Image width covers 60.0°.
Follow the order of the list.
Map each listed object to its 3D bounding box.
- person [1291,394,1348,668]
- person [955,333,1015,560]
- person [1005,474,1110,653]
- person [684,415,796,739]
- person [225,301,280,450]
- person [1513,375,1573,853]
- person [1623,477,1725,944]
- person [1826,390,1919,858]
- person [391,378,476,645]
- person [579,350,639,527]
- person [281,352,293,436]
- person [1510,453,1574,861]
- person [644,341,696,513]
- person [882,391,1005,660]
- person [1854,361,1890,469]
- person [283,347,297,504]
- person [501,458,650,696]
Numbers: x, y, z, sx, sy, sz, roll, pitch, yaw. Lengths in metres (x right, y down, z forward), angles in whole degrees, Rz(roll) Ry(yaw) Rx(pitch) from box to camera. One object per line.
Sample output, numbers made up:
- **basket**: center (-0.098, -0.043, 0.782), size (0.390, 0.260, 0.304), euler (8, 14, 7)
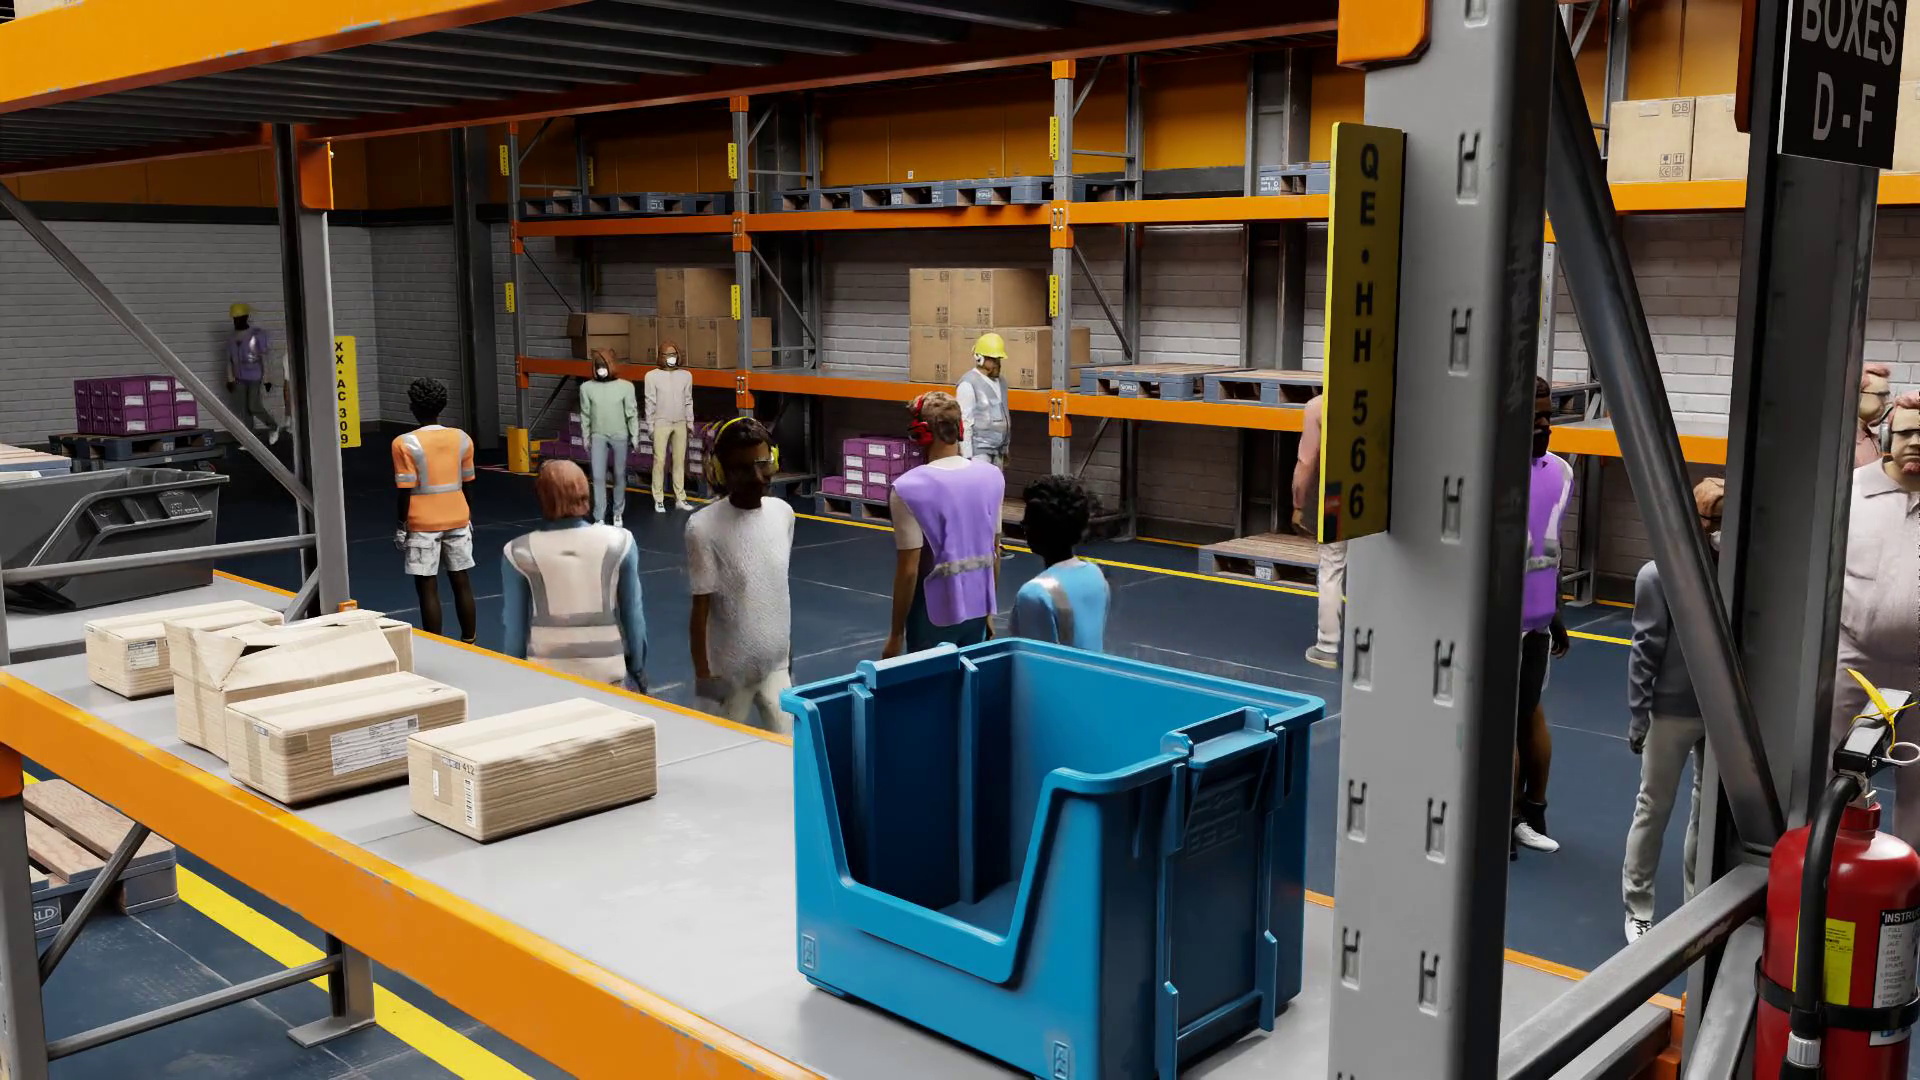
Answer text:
- **person**: center (2.238, -0.231, 9.607), size (0.658, 1.984, 0.442), euler (-2, 9, -10)
- **person**: center (0.200, -0.725, 13.147), size (0.406, 1.818, 0.602), euler (6, 11, 31)
- **person**: center (0.358, 0.606, 5.481), size (0.873, 1.655, 0.540), euler (6, 11, 32)
- **person**: center (-0.801, 0.459, 5.889), size (0.898, 1.829, 0.523), euler (8, 12, 41)
- **person**: center (-9.102, -2.101, 21.311), size (0.608, 1.910, 0.545), euler (3, 10, 19)
- **person**: center (2.149, 0.301, 6.537), size (0.597, 1.918, 0.382), euler (-5, 11, -30)
- **person**: center (2.487, 0.597, 5.594), size (0.504, 1.632, 0.269), euler (-1, 9, -5)
- **person**: center (3.235, 0.436, 5.746), size (0.643, 1.910, 0.400), euler (5, 10, 26)
- **person**: center (-3.024, -0.084, 9.579), size (0.317, 1.695, 0.540), euler (7, 12, 36)
- **person**: center (-3.097, -0.868, 14.673), size (0.521, 1.590, 0.812), euler (-1, 9, -5)
- **person**: center (-6.285, -1.198, 16.058), size (0.520, 1.813, 0.930), euler (-5, 10, -27)
- **person**: center (2.146, 0.288, 6.570), size (0.552, 1.932, 0.377), euler (-8, 12, -39)
- **person**: center (-2.764, -1.080, 15.880), size (0.501, 1.633, 0.279), euler (-7, 11, -35)
- **person**: center (-0.054, 0.329, 6.618), size (0.563, 1.838, 0.390), euler (-9, 13, -43)
- **person**: center (4.024, 0.139, 7.574), size (0.409, 1.908, 0.638), euler (7, 12, 37)
- **person**: center (-6.356, -1.315, 16.418), size (0.595, 1.925, 0.375), euler (-2, 9, -11)
- **person**: center (-1.400, 0.517, 6.103), size (0.532, 1.619, 0.486), euler (-2, 10, -14)
